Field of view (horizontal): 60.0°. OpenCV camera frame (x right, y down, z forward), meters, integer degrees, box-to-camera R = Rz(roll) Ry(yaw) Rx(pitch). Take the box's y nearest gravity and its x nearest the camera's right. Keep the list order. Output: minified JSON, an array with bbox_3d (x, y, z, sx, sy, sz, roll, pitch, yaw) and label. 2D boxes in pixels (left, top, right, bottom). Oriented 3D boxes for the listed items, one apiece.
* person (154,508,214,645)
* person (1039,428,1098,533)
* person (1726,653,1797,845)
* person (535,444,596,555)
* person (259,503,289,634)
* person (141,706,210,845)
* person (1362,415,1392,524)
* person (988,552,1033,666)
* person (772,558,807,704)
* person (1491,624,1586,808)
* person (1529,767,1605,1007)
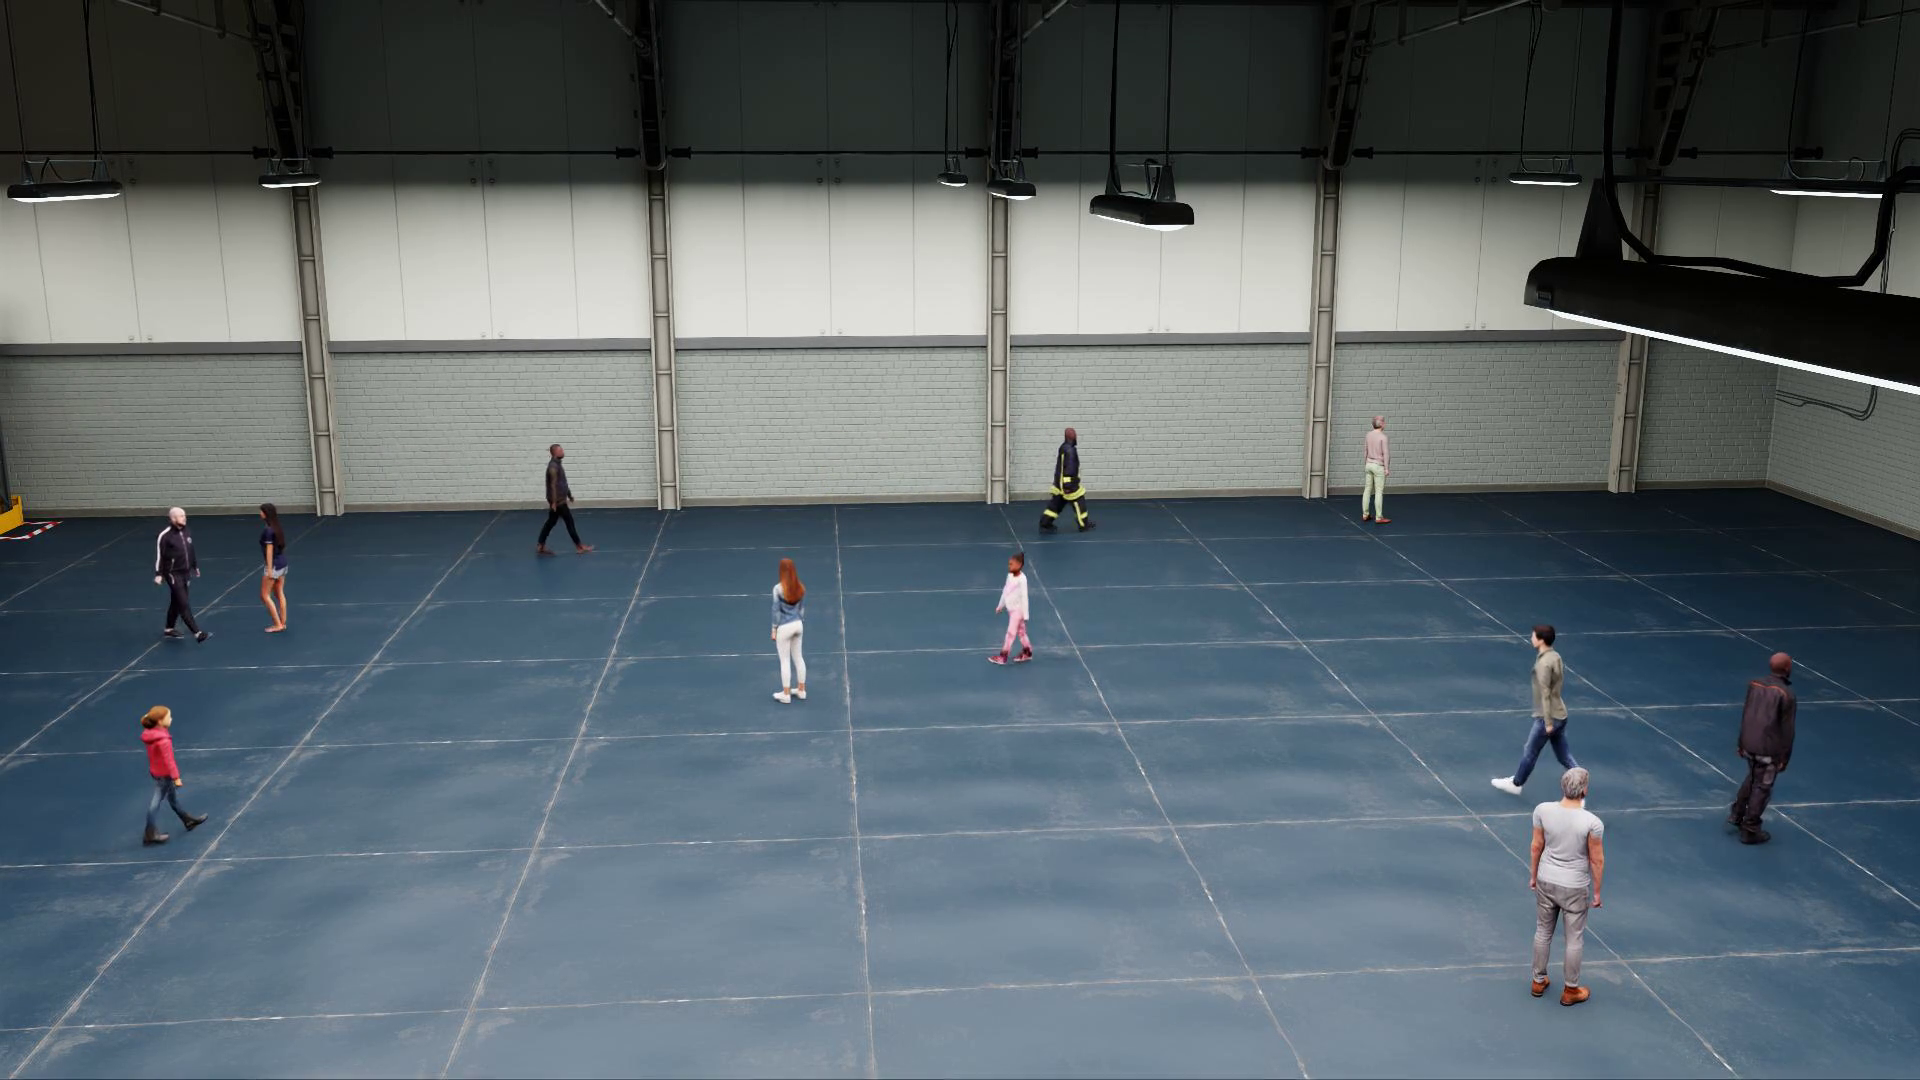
[{"bbox_3d":[-10.300,0.483,21.717,1.274,1.781,0.992,4,14,18],"label":"person"},{"bbox_3d":[1.722,-0.985,28.060,1.257,1.781,0.848,-3,13,-12],"label":"person"},{"bbox_3d":[7.421,1.924,15.440,0.821,1.806,0.811,-6,14,-24],"label":"person"},{"bbox_3d":[-6.469,-0.609,26.414,1.183,1.790,0.765,-2,13,-10],"label":"person"},{"bbox_3d":[-9.102,0.368,22.260,0.634,1.761,0.628,1,13,2],"label":"person"},{"bbox_3d":[-7.471,2.195,15.411,0.924,1.292,0.796,-10,16,-36],"label":"person"},{"bbox_3d":[7.241,-1.241,28.958,0.790,1.875,0.773,-10,16,-36],"label":"person"},{"bbox_3d":[0.768,0.854,20.919,0.962,1.420,0.732,-5,14,-22],"label":"person"},{"bbox_3d":[-1.982,1.053,19.443,0.659,1.698,0.738,-13,18,-44],"label":"person"},{"bbox_3d":[5.809,1.750,16.153,1.270,1.825,1.191,11,17,39],"label":"person"},{"bbox_3d":[4.543,2.589,12.524,0.748,1.827,0.805,11,17,39],"label":"person"}]
